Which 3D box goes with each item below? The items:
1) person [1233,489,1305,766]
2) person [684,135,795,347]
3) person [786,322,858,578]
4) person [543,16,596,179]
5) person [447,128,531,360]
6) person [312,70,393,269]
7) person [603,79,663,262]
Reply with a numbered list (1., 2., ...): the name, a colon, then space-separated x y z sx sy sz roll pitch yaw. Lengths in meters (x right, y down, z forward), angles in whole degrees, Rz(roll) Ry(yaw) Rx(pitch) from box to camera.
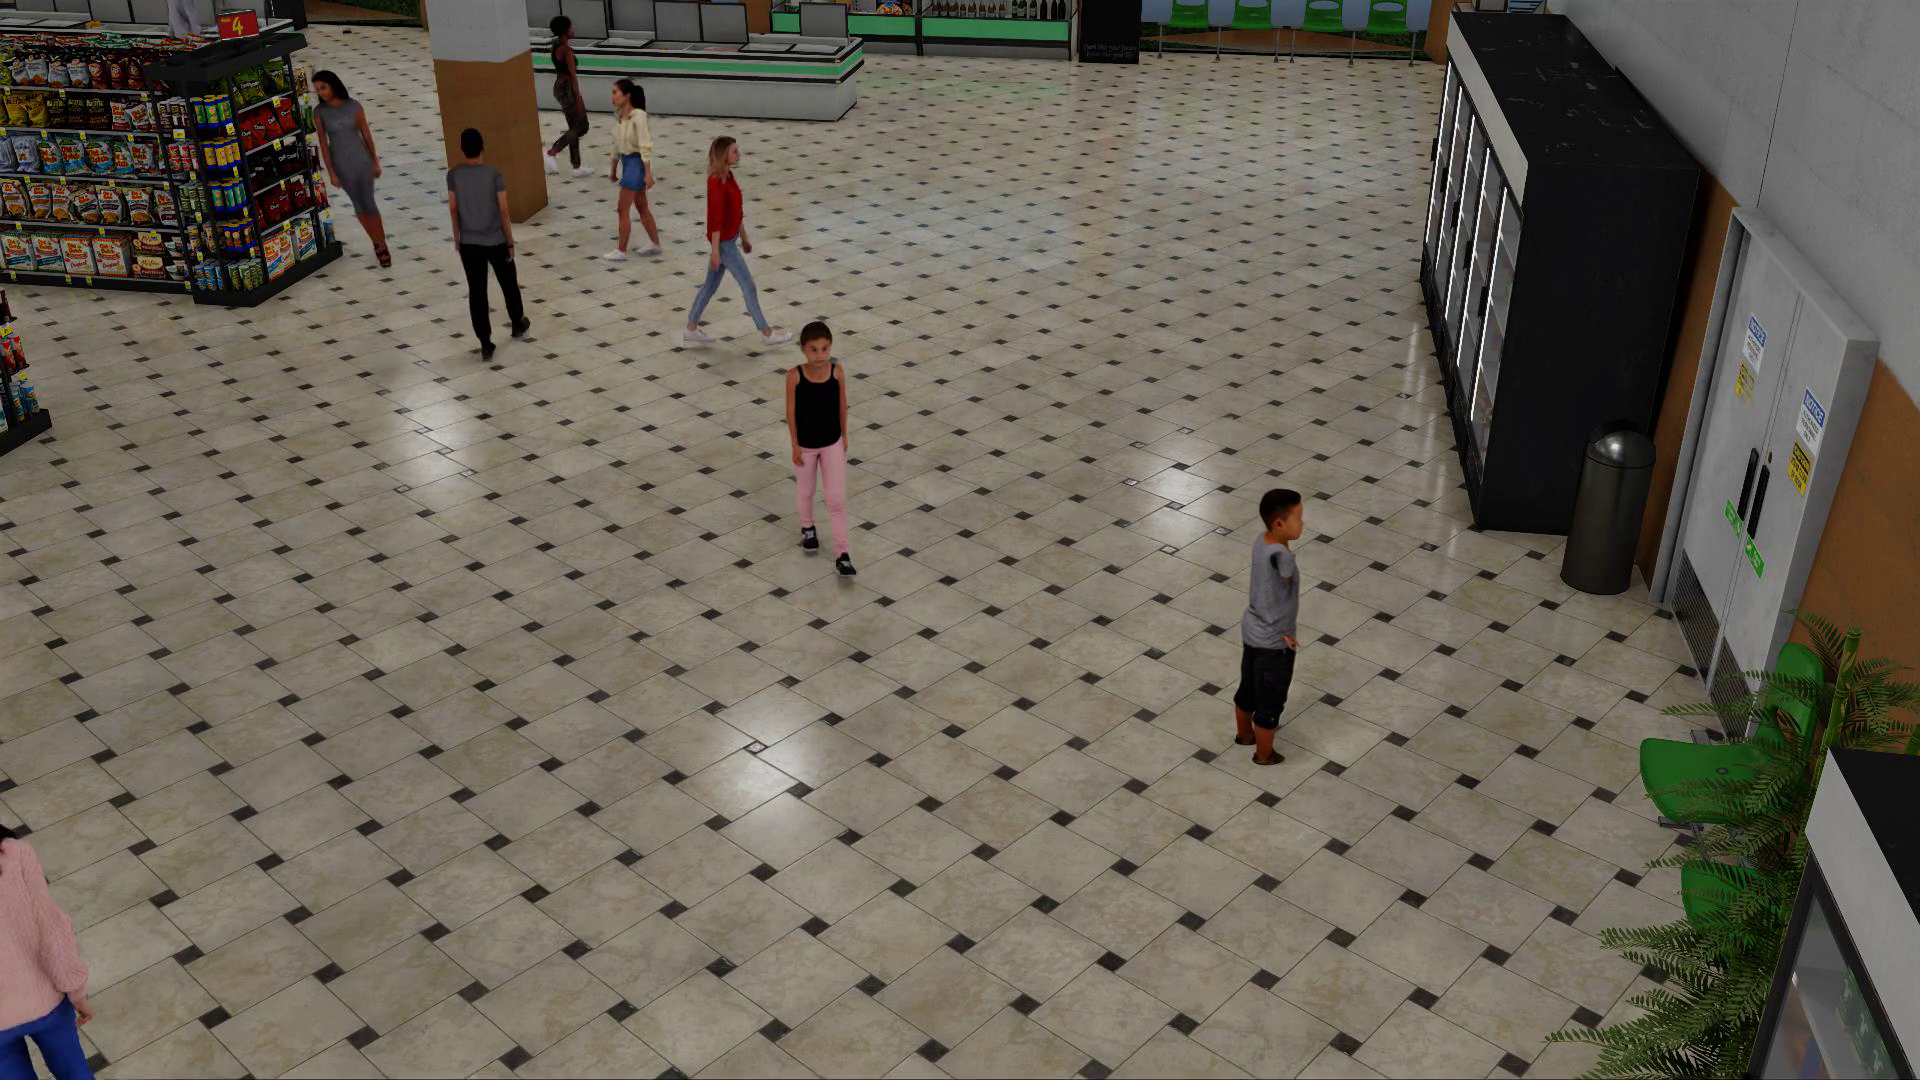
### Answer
1. person: 1.470 0.376 7.887 0.639 1.454 0.641 -7 28 -14
2. person: -1.894 -2.263 12.870 1.142 1.655 0.740 1 27 2
3. person: -0.844 -0.562 9.665 0.989 1.519 0.828 -5 27 -10
4. person: -4.192 -4.624 17.495 0.946 1.682 0.872 -16 31 -28
5. person: -3.665 -2.240 12.742 0.967 1.729 0.848 -2 27 -5
6. person: -5.419 -3.309 14.834 0.830 1.743 0.871 -11 29 -21
7. person: -2.879 -3.355 15.071 1.010 1.611 0.953 -19 32 -32
